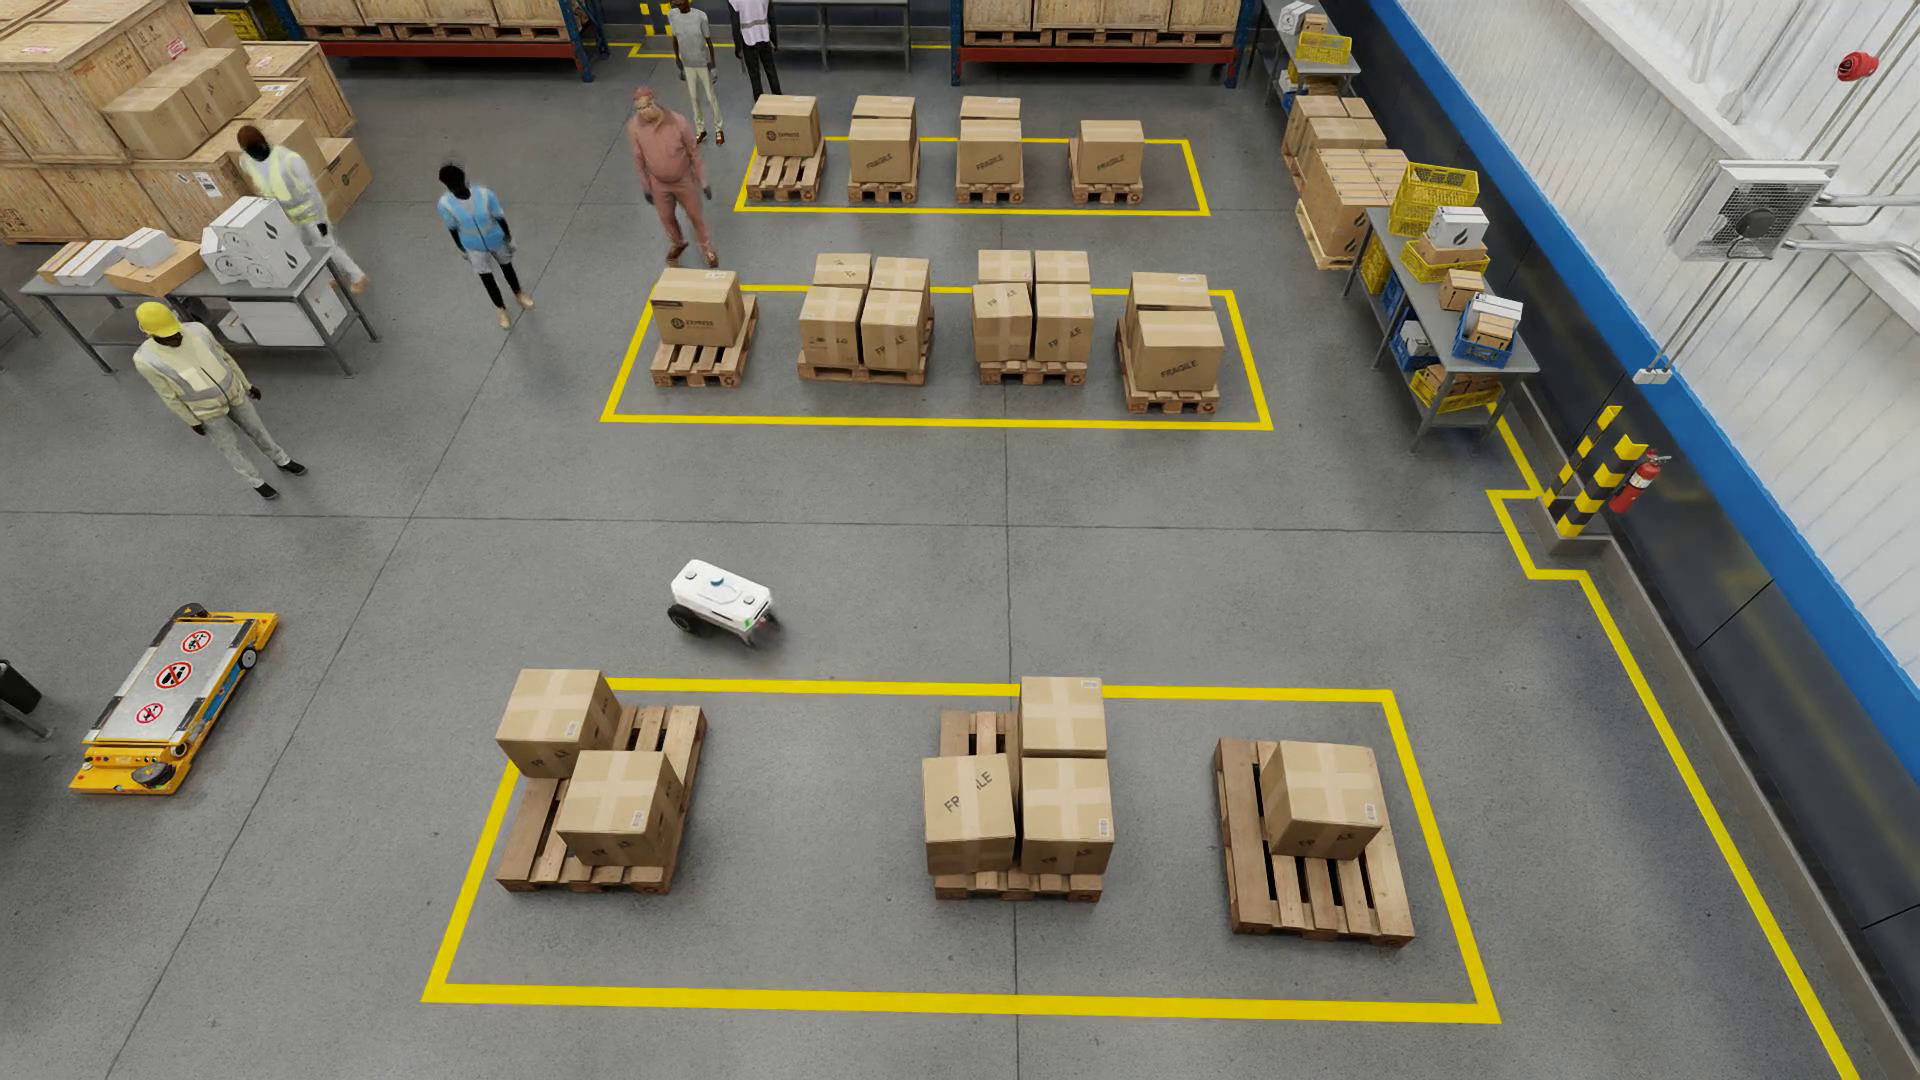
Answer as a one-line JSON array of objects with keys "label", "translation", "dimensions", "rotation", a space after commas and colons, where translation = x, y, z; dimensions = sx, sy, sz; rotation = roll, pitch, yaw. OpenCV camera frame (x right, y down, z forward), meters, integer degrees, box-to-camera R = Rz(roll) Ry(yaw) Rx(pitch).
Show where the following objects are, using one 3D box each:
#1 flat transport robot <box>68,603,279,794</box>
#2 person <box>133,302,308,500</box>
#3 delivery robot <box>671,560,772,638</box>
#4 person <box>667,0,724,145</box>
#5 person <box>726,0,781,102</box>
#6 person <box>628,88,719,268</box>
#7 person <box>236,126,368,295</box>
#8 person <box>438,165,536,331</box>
[{"label": "flat transport robot", "translation": [-5.504, 1.072, 6.442], "dimensions": [0.652, 0.197, 1.431], "rotation": [1, 50, 1]}, {"label": "person", "translation": [-5.892, -1.108, 7.278], "dimensions": [0.404, 1.822, 0.586], "rotation": [18, 52, 15]}, {"label": "delivery robot", "translation": [-1.749, 0.415, 6.754], "dimensions": [0.707, 0.478, 0.477], "rotation": [20, 53, 16]}, {"label": "person", "translation": [-3.232, -5.800, 11.217], "dimensions": [0.521, 1.871, 0.325], "rotation": [3, 50, 3]}, {"label": "person", "translation": [-2.591, -6.345, 11.647], "dimensions": [0.597, 1.916, 0.370], "rotation": [-26, 55, -21]}, {"label": "person", "translation": [-2.934, -3.700, 9.441], "dimensions": [0.714, 1.878, 0.458], "rotation": [1, 50, 1]}, {"label": "person", "translation": [-6.528, -3.215, 9.067], "dimensions": [0.648, 1.816, 0.433], "rotation": [4, 50, 3]}, {"label": "person", "translation": [-4.607, -2.888, 8.898], "dimensions": [0.542, 1.660, 0.560], "rotation": [-22, 53, -18]}]
